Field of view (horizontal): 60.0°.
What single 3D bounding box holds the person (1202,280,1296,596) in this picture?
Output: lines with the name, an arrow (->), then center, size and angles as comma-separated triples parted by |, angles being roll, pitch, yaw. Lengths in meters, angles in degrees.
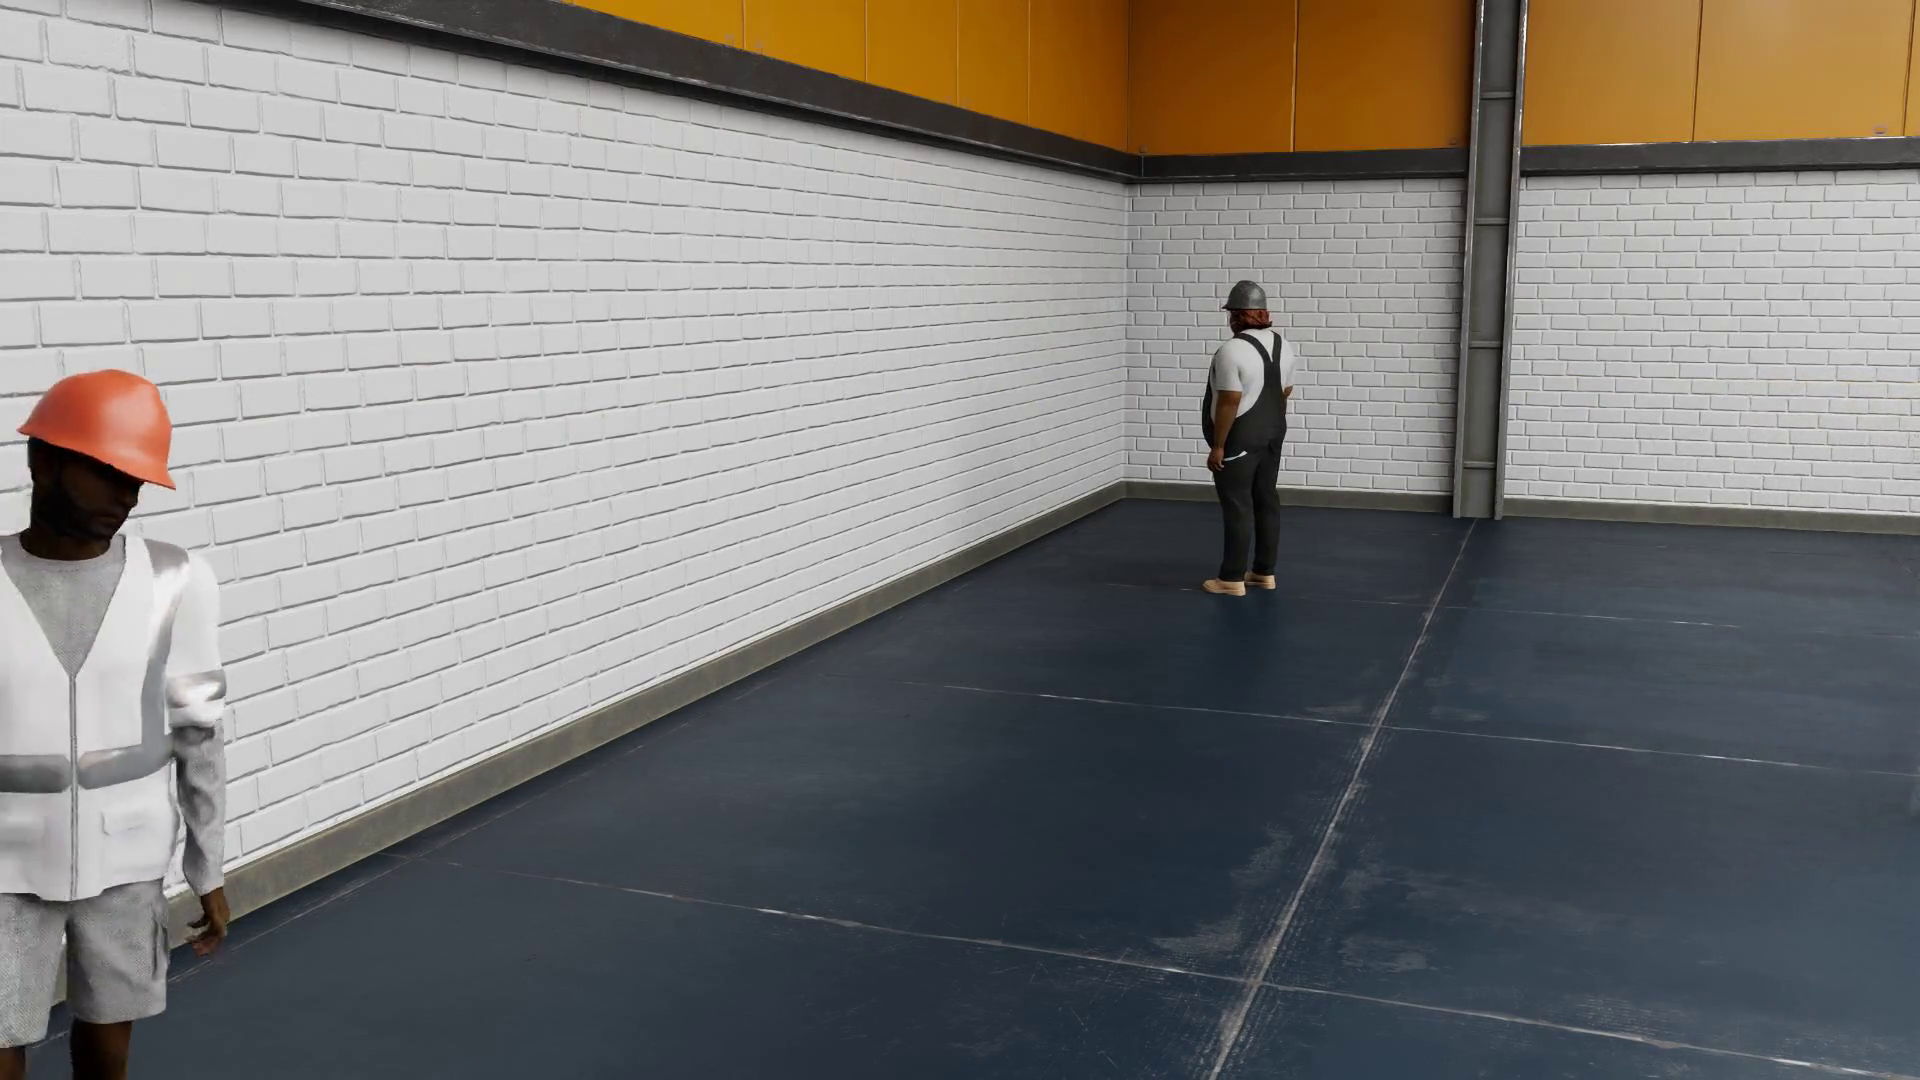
person -> 1.825, -0.667, 10.848 | 0.672, 2.000, 0.536 | -8, 12, -40

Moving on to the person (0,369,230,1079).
person -> -1.713, 0.623, 3.207 | 0.597, 1.898, 0.432 | -6, 11, -34
